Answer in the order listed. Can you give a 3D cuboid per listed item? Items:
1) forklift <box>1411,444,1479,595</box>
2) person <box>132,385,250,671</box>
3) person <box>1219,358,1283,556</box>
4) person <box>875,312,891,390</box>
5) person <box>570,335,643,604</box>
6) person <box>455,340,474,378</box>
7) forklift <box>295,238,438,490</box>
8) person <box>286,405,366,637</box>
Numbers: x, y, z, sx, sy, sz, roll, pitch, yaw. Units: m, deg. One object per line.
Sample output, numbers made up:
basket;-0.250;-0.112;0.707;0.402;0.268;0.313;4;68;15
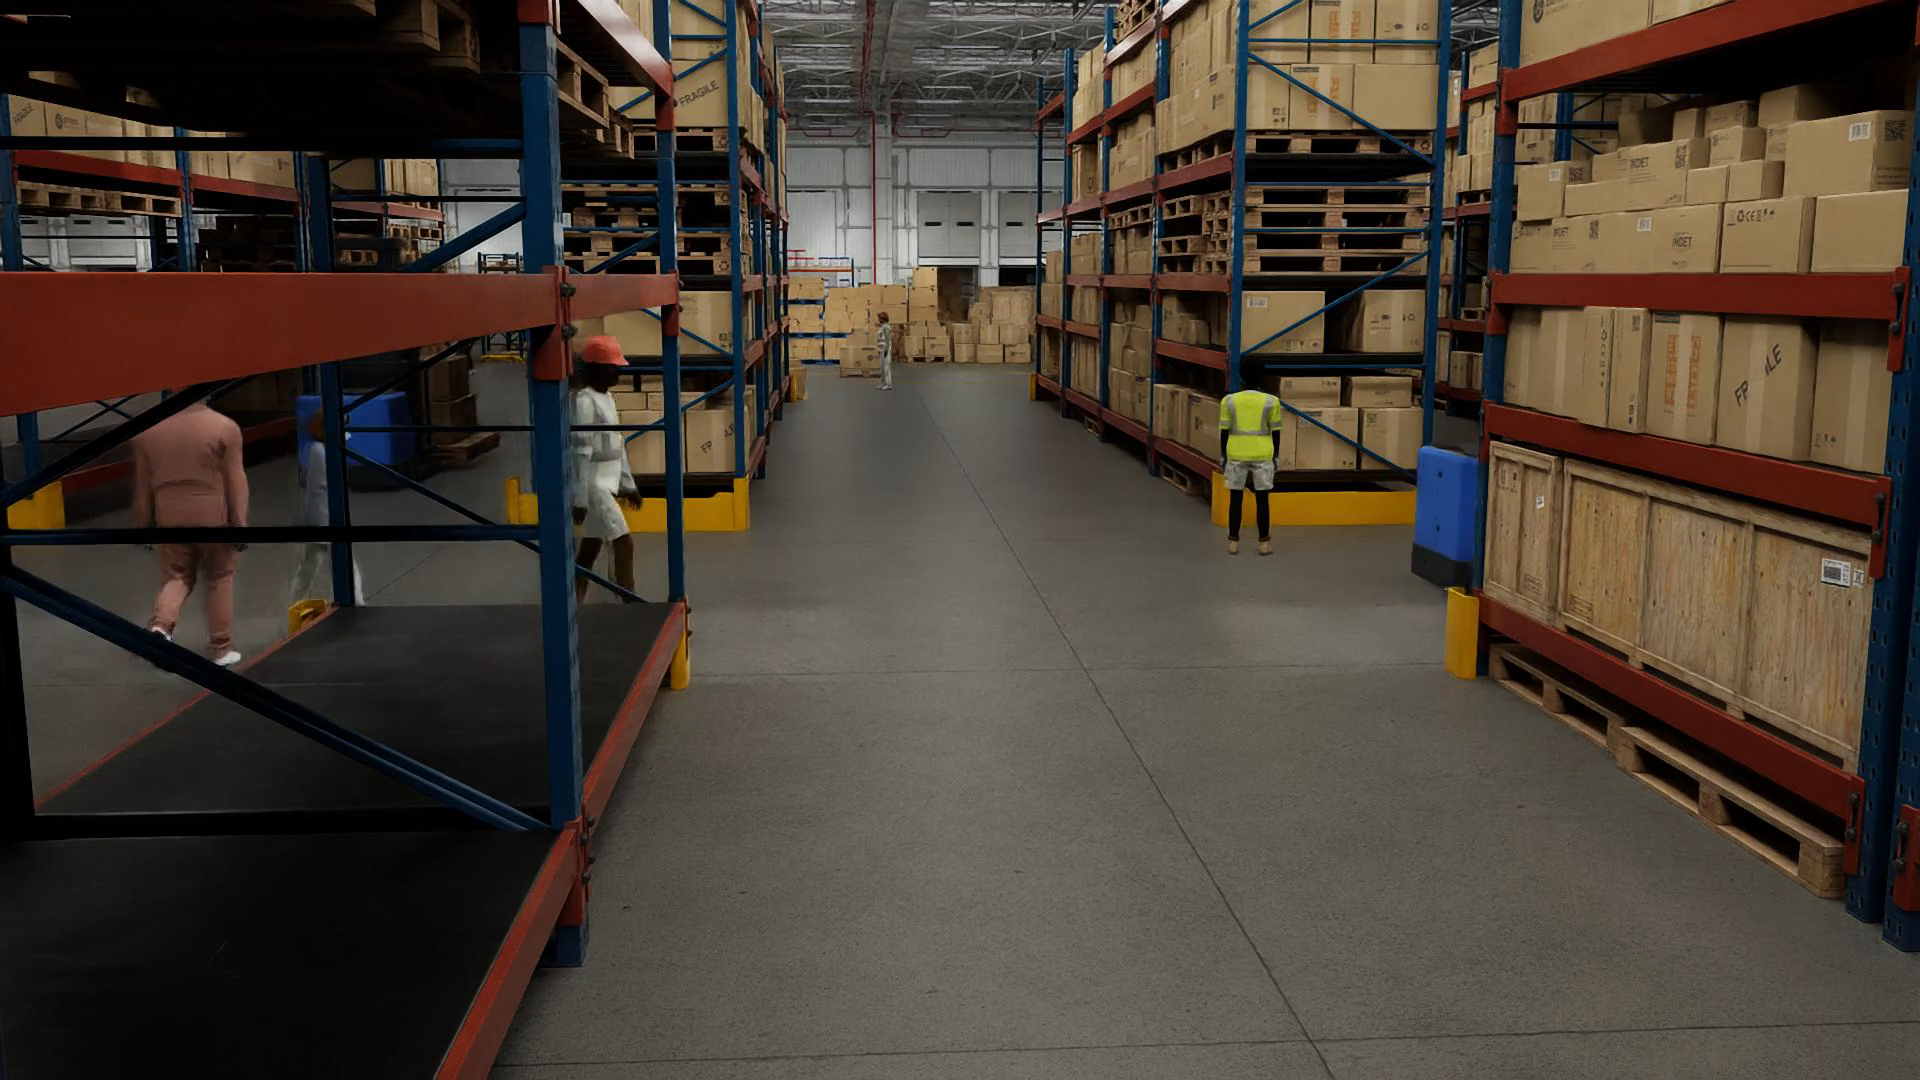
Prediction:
forklift;4.513;-1.015;12.501;1.873;2.768;1.129;-1;9;-5
person;-4.626;-0.111;9.974;0.654;1.888;0.690;0;9;-2
person;2.487;-0.706;14.267;0.539;1.695;0.318;2;9;14
person;-1.596;-3.976;34.983;0.308;1.639;0.511;-3;10;-19
person;-2.243;-0.333;10.964;0.890;2.012;0.612;0;9;-2
person;-11.557;-4.722;38.848;0.445;1.899;0.594;3;10;19
forklift;-6.812;-2.044;18.966;1.129;2.768;1.873;-1;9;-4
person;-3.988;-0.086;10.671;0.791;1.581;0.632;-4;10;-22
